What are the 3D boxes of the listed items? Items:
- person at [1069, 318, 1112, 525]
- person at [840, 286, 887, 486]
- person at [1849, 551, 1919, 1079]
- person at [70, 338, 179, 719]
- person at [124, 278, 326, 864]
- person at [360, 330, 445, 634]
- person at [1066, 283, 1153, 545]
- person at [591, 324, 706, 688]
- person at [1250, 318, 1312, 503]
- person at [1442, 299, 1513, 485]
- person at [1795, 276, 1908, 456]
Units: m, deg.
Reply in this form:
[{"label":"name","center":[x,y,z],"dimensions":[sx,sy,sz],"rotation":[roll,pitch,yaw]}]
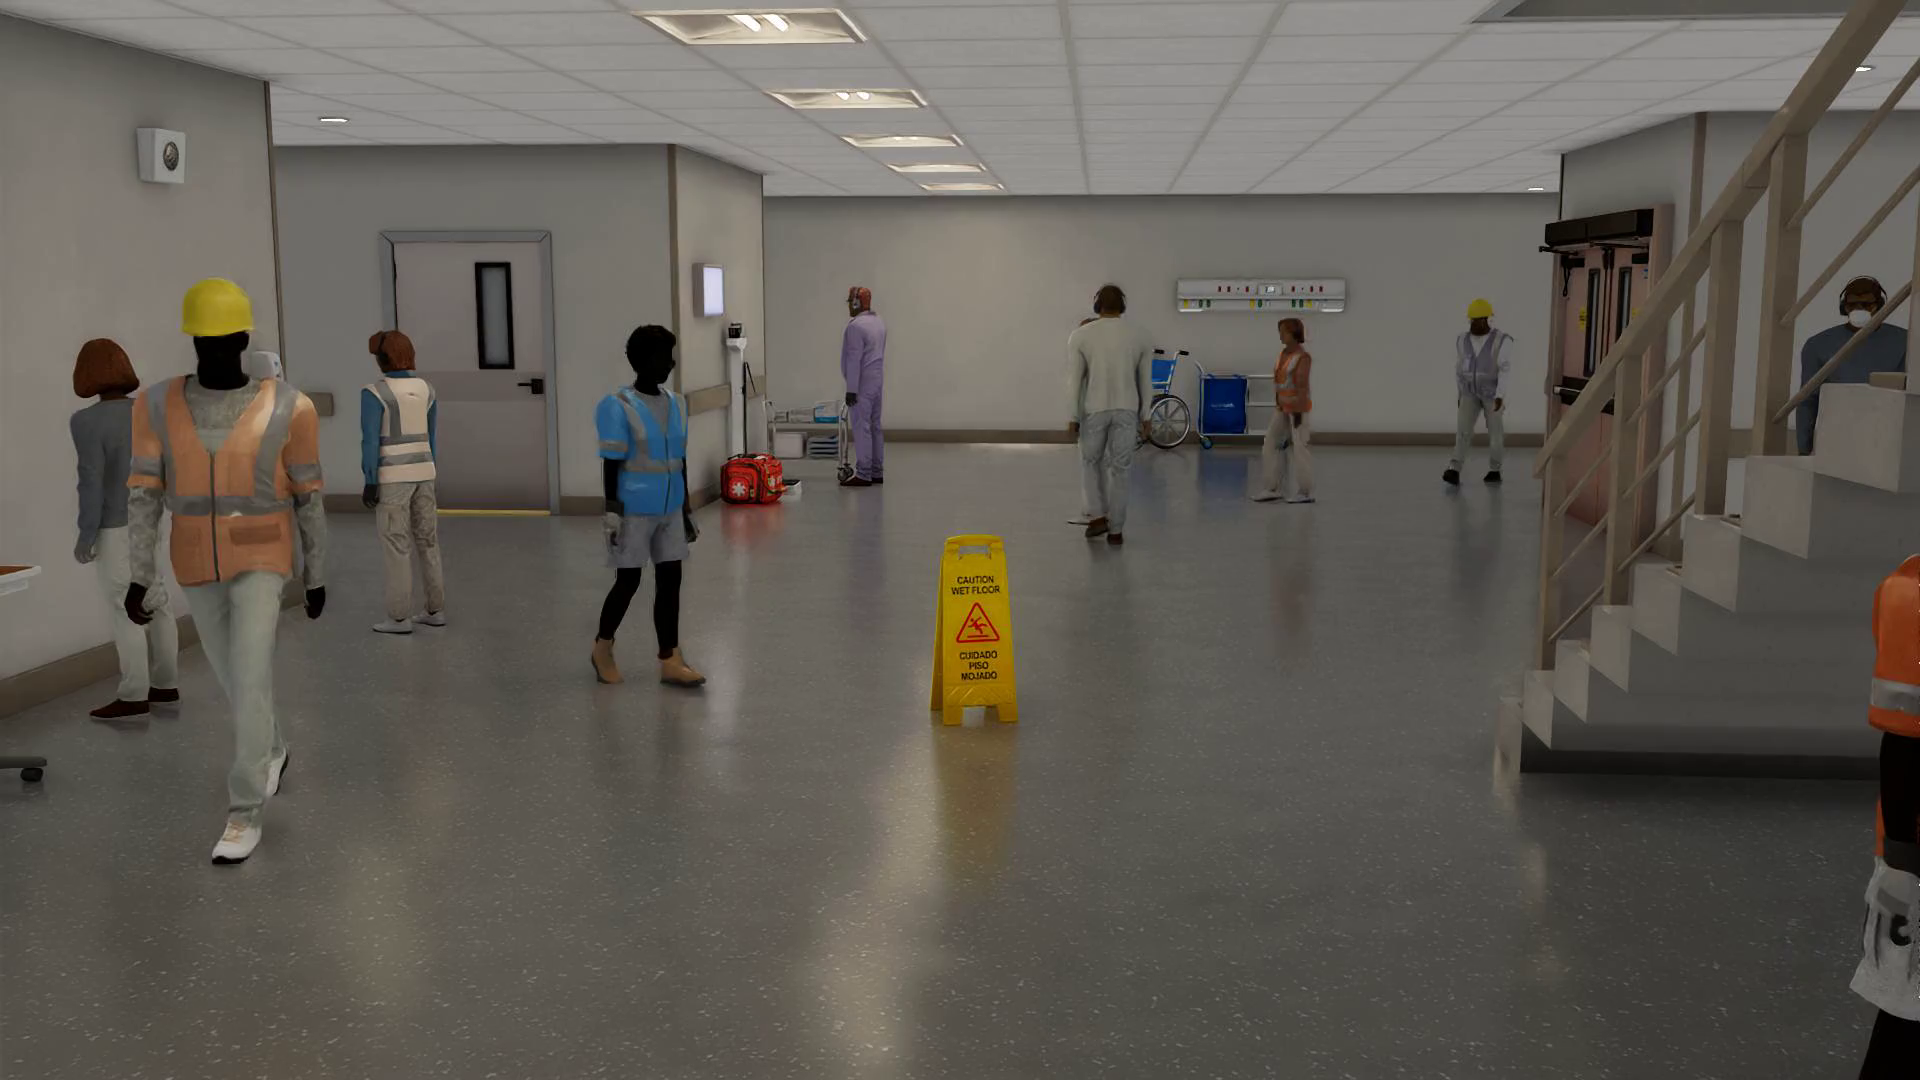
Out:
[{"label":"person","center":[1.072,-0.936,13.190],"dimensions":[0.309,1.640,0.517],"rotation":[7,11,39]},{"label":"person","center":[-0.941,-1.463,15.901],"dimensions":[0.398,1.903,0.650],"rotation":[3,9,20]},{"label":"person","center":[1.792,0.553,2.856],"dimensions":[0.535,1.699,0.321],"rotation":[-1,8,-10]},{"label":"person","center":[-3.610,-0.046,7.154],"dimensions":[0.287,1.631,0.501],"rotation":[2,9,12]},{"label":"person","center":[-2.462,0.055,5.661],"dimensions":[0.587,1.881,1.000],"rotation":[-1,8,-4]},{"label":"person","center":[-3.005,-0.312,8.978],"dimensions":[0.318,1.628,0.509],"rotation":[4,9,24]},{"label":"person","center":[1.100,-0.919,12.204],"dimensions":[0.633,1.905,0.527],"rotation":[0,8,2]},{"label":"person","center":[-1.449,-0.151,7.708],"dimensions":[0.487,1.701,0.573],"rotation":[6,11,37]},{"label":"person","center":[2.805,-1.112,14.427],"dimensions":[0.656,1.609,0.551],"rotation":[-3,9,-18]},{"label":"person","center":[4.980,-1.410,15.938],"dimensions":[0.596,1.772,0.930],"rotation":[7,11,38]},{"label":"person","center":[5.149,-0.544,9.568],"dimensions":[0.636,1.928,0.381],"rotation":[5,10,30]}]
